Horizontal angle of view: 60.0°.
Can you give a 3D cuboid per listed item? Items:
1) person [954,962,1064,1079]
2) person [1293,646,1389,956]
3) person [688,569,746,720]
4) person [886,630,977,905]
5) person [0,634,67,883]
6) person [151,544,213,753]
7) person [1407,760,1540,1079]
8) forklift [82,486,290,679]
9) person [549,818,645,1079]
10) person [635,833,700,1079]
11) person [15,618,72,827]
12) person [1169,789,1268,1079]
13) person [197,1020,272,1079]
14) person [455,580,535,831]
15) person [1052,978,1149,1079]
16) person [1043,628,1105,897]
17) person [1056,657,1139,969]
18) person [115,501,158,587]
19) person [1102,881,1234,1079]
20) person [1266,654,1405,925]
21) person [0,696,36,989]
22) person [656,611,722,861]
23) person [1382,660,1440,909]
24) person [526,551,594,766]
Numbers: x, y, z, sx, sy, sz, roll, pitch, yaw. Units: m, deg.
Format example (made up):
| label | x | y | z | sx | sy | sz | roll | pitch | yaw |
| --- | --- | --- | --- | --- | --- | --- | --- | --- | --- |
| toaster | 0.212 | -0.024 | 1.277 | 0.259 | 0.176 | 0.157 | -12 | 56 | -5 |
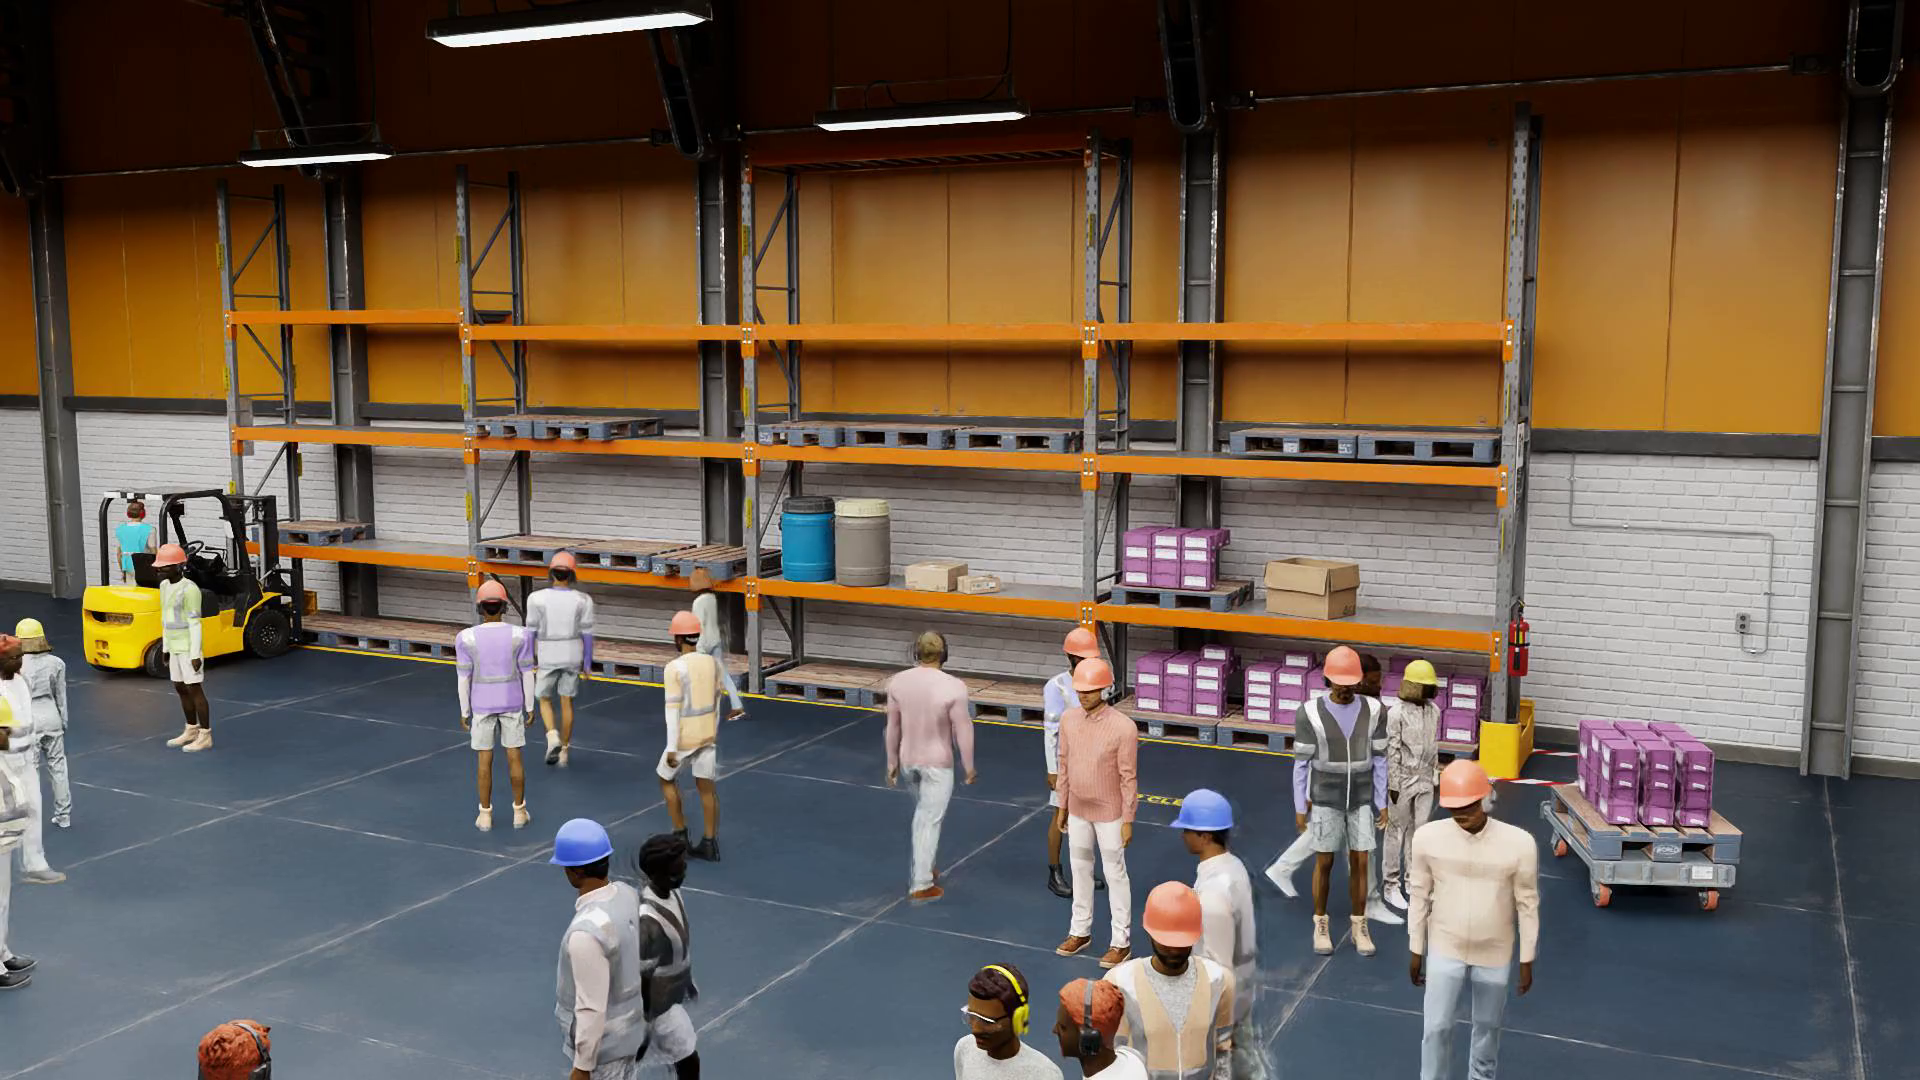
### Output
| label | x | y | z | sx | sy | sz | roll | pitch | yaw |
| --- | --- | --- | --- | --- | --- | --- | --- | --- | --- |
| person | 0.149 | 2.364 | 5.776 | 0.325 | 1.862 | 0.509 | -7 | 10 | -44 |
| person | 2.466 | 1.680 | 10.748 | 0.620 | 2.028 | 0.410 | 0 | 7 | -3 |
| person | -2.617 | 1.097 | 17.325 | 0.837 | 1.596 | 0.515 | 2 | 7 | 18 |
| person | -0.199 | 1.599 | 11.864 | 0.628 | 1.917 | 0.691 | 5 | 8 | 35 |
| person | -6.995 | 1.604 | 12.078 | 0.784 | 1.864 | 0.582 | 0 | 7 | 4 |
| person | -7.527 | 1.040 | 16.046 | 0.624 | 2.030 | 0.443 | 6 | 9 | 40 |
| person | 2.519 | 2.024 | 8.198 | 0.620 | 1.955 | 0.633 | 2 | 7 | 15 |
| forklift | -9.426 | 0.454 | 20.179 | 1.214 | 2.155 | 2.313 | 3 | 8 | 26 |
| person | -1.563 | 2.151 | 7.192 | 0.402 | 1.941 | 0.602 | 1 | 7 | 5 |
| person | -1.516 | 2.196 | 8.003 | 0.864 | 1.653 | 0.527 | -1 | 7 | -6 |
| person | -7.473 | 1.496 | 13.461 | 0.343 | 1.733 | 0.480 | 4 | 8 | 33 |
| person | 1.076 | 2.098 | 7.813 | 0.997 | 1.891 | 0.627 | 3 | 7 | 20 |
| person | -2.242 | 2.425 | 5.209 | 0.582 | 1.879 | 0.360 | 2 | 7 | 17 |
| person | -3.761 | 1.338 | 13.496 | 0.608 | 2.043 | 0.374 | -2 | 7 | -17 |
| person | 0.480 | 2.380 | 5.588 | 0.349 | 1.876 | 0.577 | 3 | 7 | 21 |
| person | 0.857 | 1.580 | 11.929 | 0.552 | 1.935 | 0.373 | -5 | 9 | -37 |
| person | 0.855 | 1.720 | 10.594 | 0.611 | 1.985 | 0.415 | 6 | 9 | 40 |
| person | -10.823 | 0.412 | 21.930 | 0.568 | 1.849 | 0.386 | 1 | 7 | 5 |
| person | 0.805 | 2.248 | 6.418 | 0.552 | 1.932 | 0.377 | -1 | 7 | -11 |
| person | 2.600 | 1.671 | 11.519 | 0.987 | 1.869 | 0.636 | 4 | 8 | 32 |
| person | -5.930 | 1.848 | 10.203 | 0.403 | 1.820 | 0.603 | -4 | 8 | -27 |
| person | -2.095 | 1.493 | 12.726 | 0.629 | 1.911 | 0.586 | 6 | 9 | 39 |
| person | 3.202 | 1.702 | 11.712 | 0.484 | 1.745 | 0.293 | -4 | 8 | -32 |
| person | -3.711 | 1.116 | 15.425 | 0.634 | 2.019 | 0.540 | -2 | 7 | -19 |
